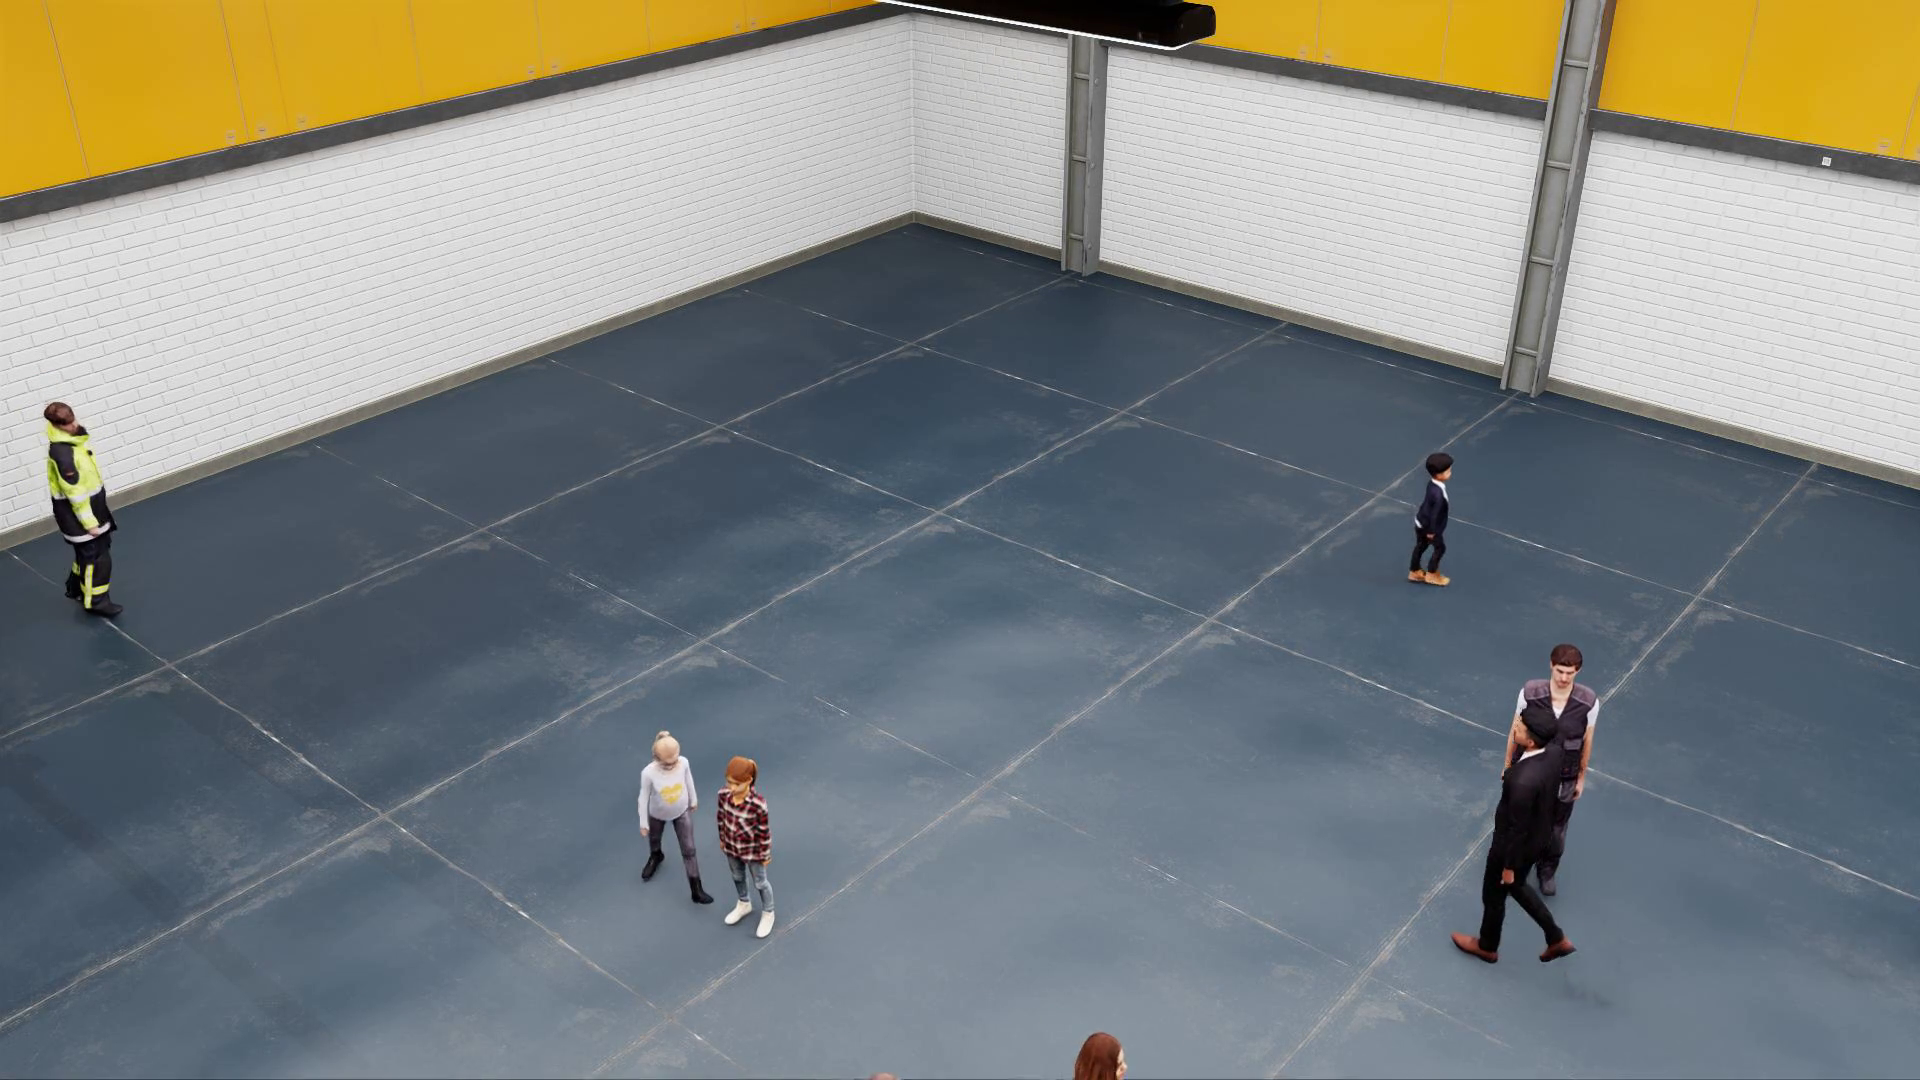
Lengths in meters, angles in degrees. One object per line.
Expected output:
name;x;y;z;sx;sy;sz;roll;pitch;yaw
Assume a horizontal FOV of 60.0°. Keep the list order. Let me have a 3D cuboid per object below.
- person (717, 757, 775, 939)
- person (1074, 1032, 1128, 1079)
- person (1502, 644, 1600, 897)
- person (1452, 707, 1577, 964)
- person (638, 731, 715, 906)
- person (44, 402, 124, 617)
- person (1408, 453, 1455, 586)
person;-1.325;1.876;10.337;0.473;1.300;0.624;15;32;26
person;0.514;3.001;7.894;1.219;1.664;0.716;15;32;25
person;3.729;1.440;10.567;0.651;1.845;0.787;9;30;15
person;3.408;1.878;9.887;0.942;1.727;0.720;23;36;36
person;-1.883;1.731;10.674;0.815;1.232;1.012;-11;30;-19
person;-7.220;-0.269;13.600;1.100;1.941;0.968;-16;33;-27
person;3.967;-0.180;14.193;0.698;1.216;0.638;2;29;3
